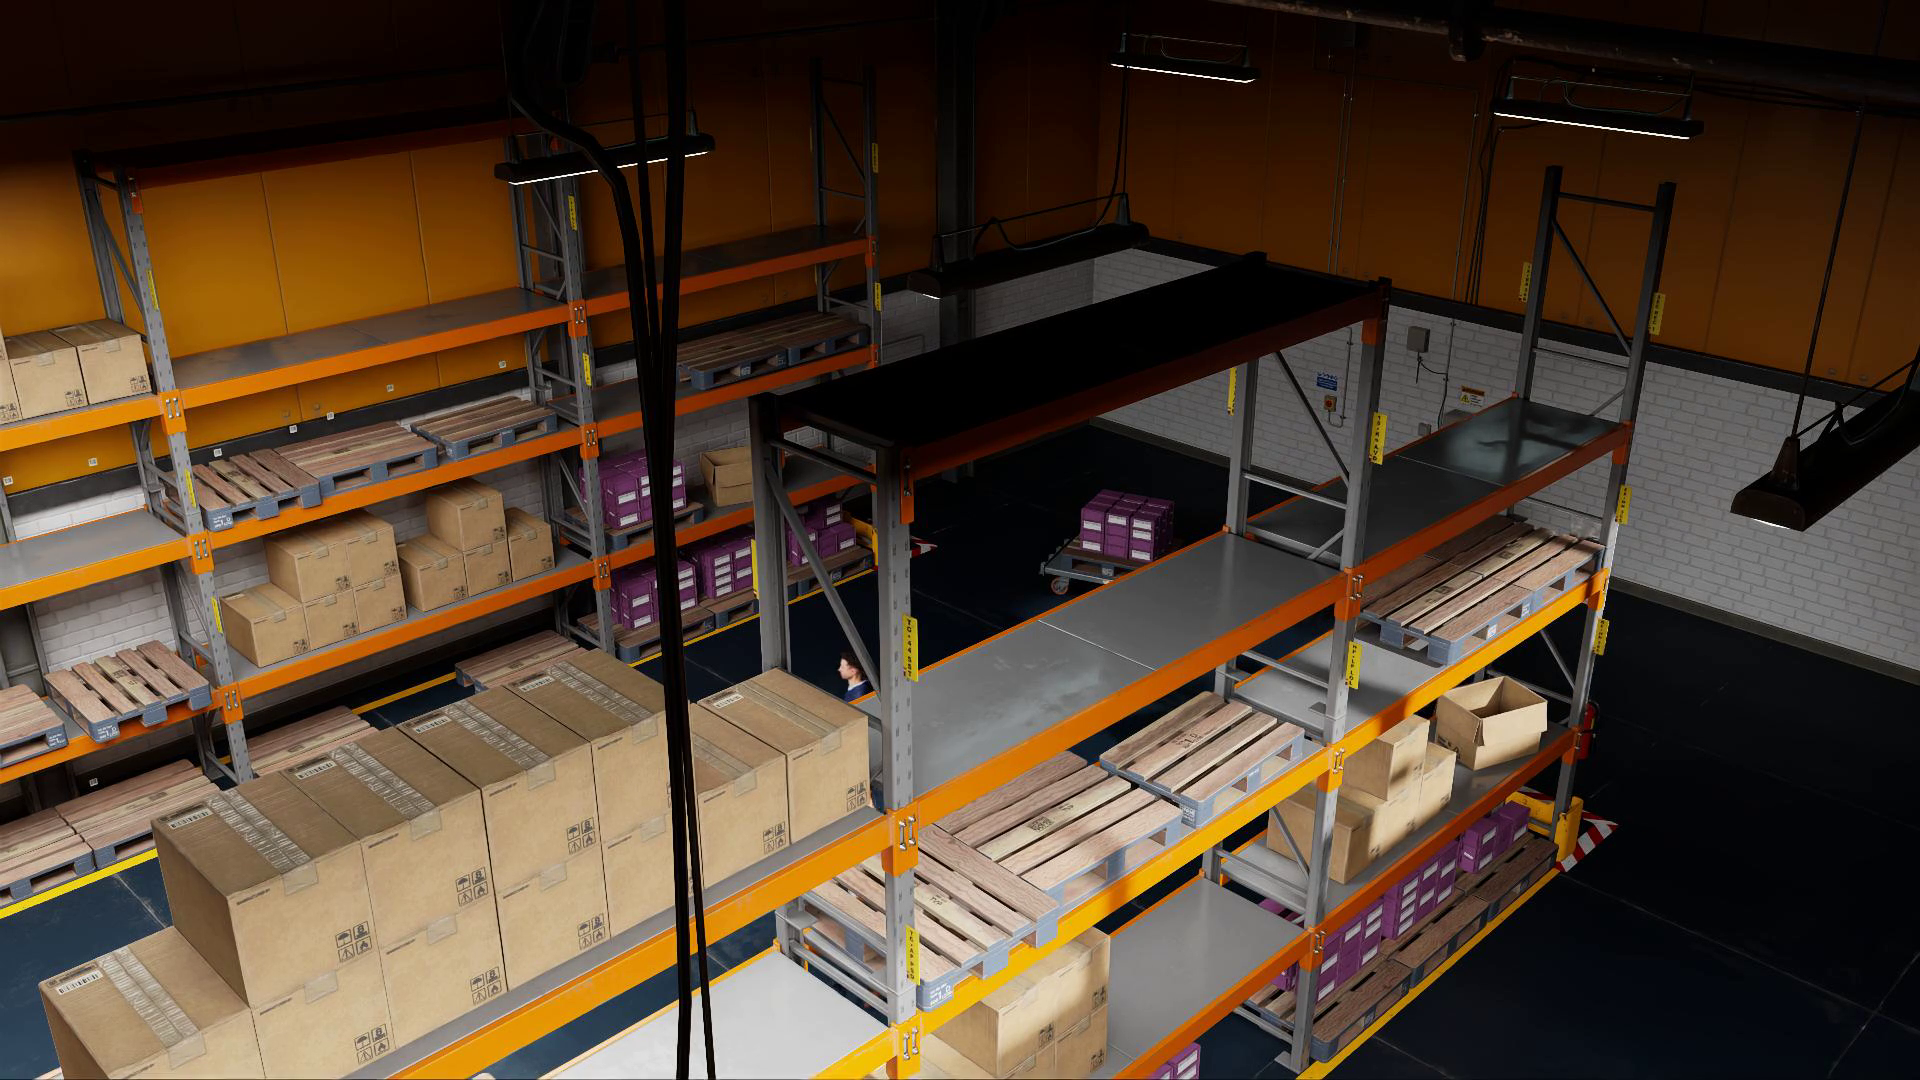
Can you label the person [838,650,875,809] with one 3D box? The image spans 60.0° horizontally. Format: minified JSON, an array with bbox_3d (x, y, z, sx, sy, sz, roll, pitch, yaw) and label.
[{"bbox_3d":[-0.888,1.815,14.919,0.751,1.843,0.716,-3,24,-7],"label":"person"}]
